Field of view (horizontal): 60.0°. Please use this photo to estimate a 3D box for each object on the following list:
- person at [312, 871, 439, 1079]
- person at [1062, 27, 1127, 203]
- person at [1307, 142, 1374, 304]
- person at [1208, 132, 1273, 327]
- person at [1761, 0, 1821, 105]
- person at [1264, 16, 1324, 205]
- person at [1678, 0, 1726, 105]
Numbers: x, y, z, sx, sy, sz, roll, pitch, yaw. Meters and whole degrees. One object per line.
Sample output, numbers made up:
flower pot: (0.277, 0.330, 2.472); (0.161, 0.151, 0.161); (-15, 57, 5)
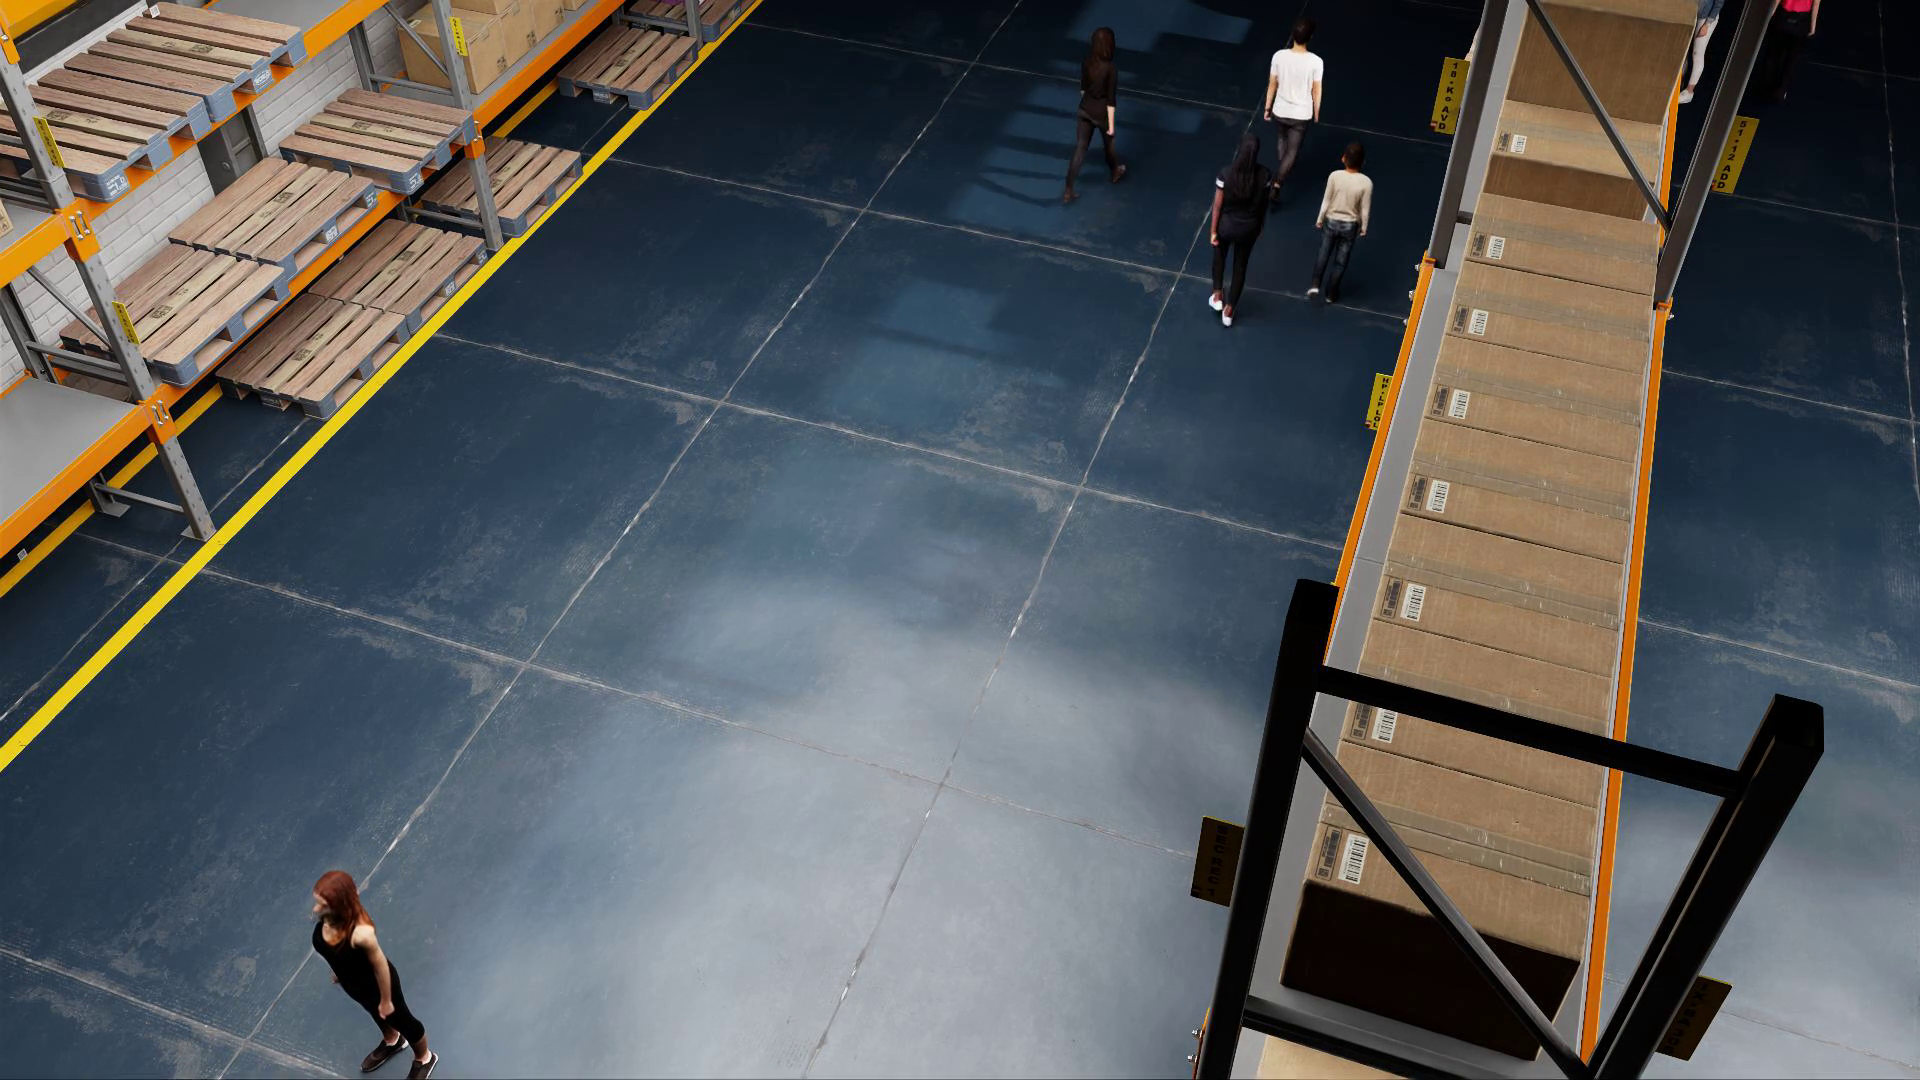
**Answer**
person: (-3.034, 2.247, 8.541); (0.604, 1.726, 0.569); (24, 48, 23)
person: (1.167, -3.775, 14.951); (0.831, 1.603, 1.157); (28, 50, 26)
person: (3.145, -2.581, 13.804); (0.591, 1.456, 0.621); (17, 46, 17)
person: (2.265, -2.473, 13.497); (0.671, 1.724, 0.709); (4, 44, 4)
person: (8.053, -4.960, 16.170); (0.644, 1.639, 0.740); (20, 47, 20)
person: (2.970, -3.832, 14.949); (0.749, 1.690, 1.117); (22, 48, 21)
person: (7.291, -5.125, 16.296); (0.747, 1.703, 0.614); (-5, 44, -5)
